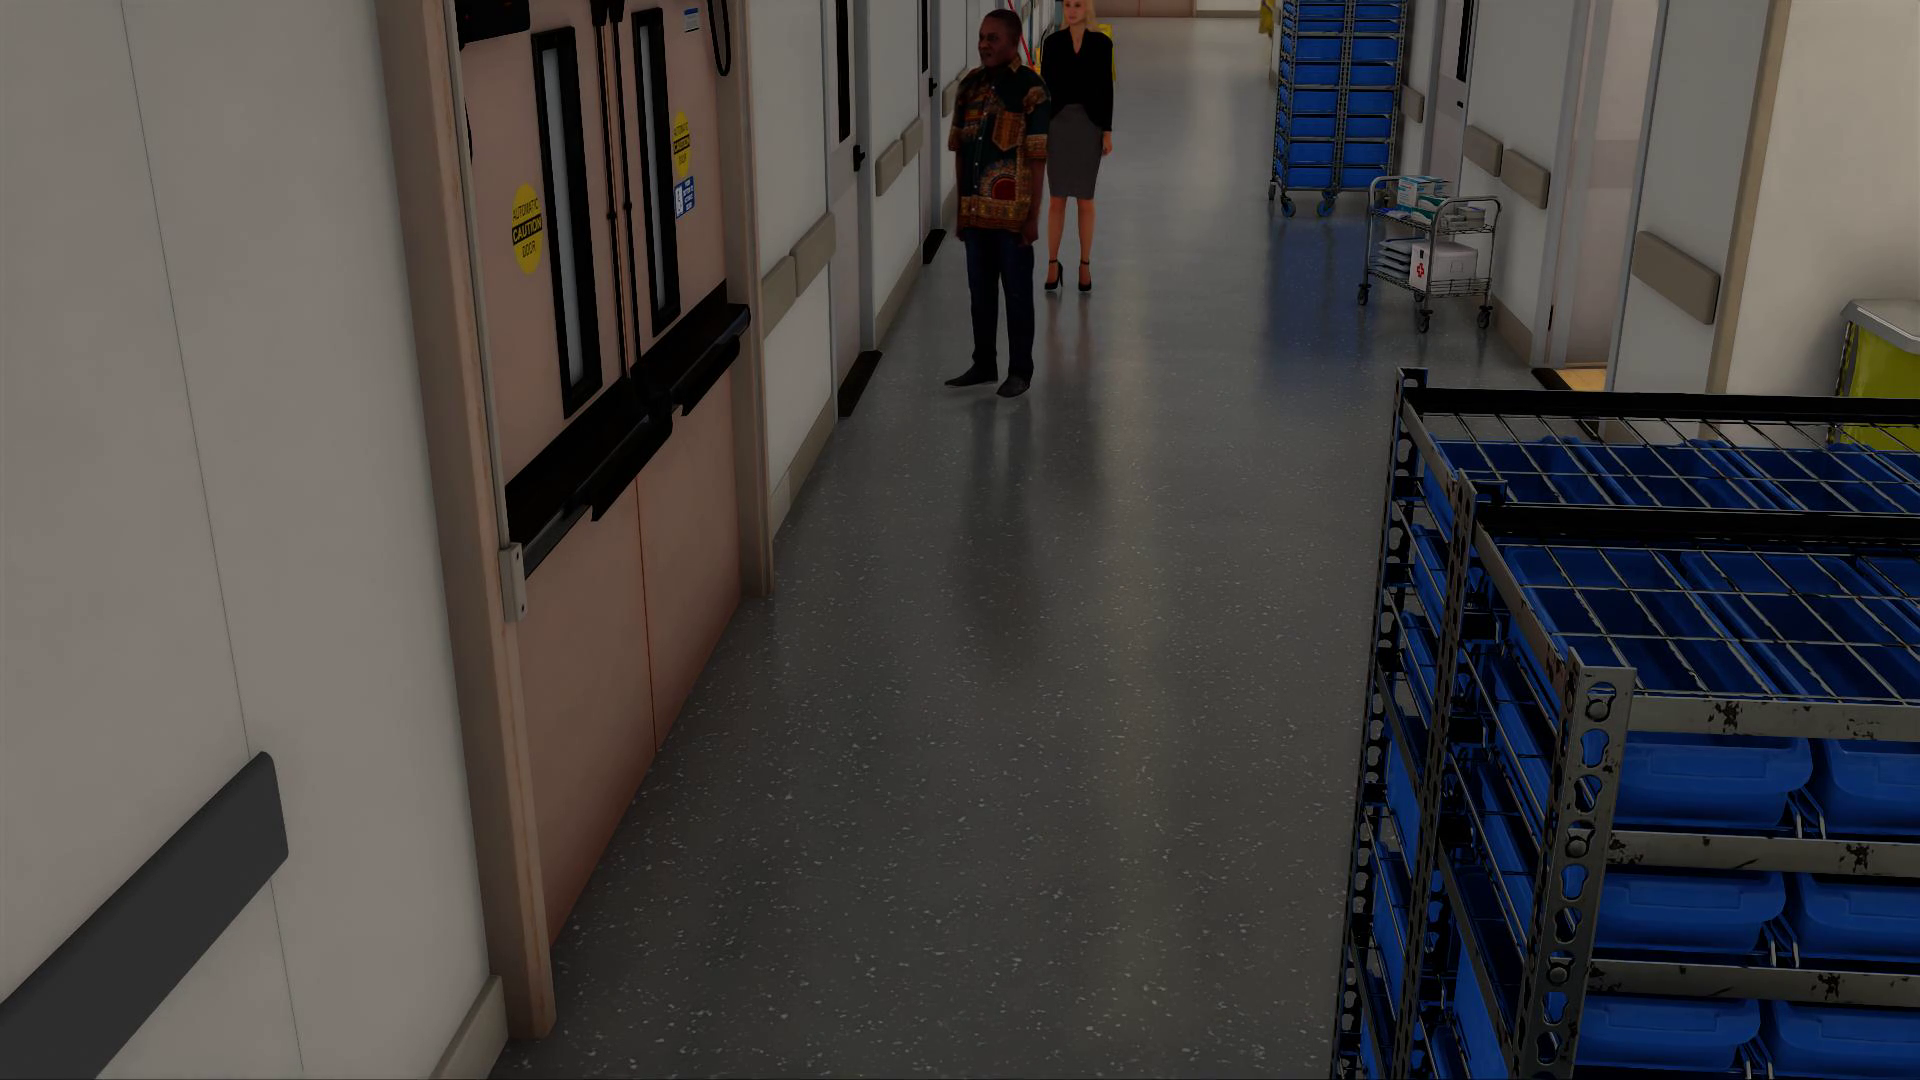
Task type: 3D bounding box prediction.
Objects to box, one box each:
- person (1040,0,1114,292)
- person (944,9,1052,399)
[{"bbox_3d":[0.703,-2.437,10.174,0.628,1.841,0.557,3,21,9],"label":"person"},{"bbox_3d":[0.196,-1.590,7.930,0.816,1.807,0.842,15,25,34],"label":"person"}]
